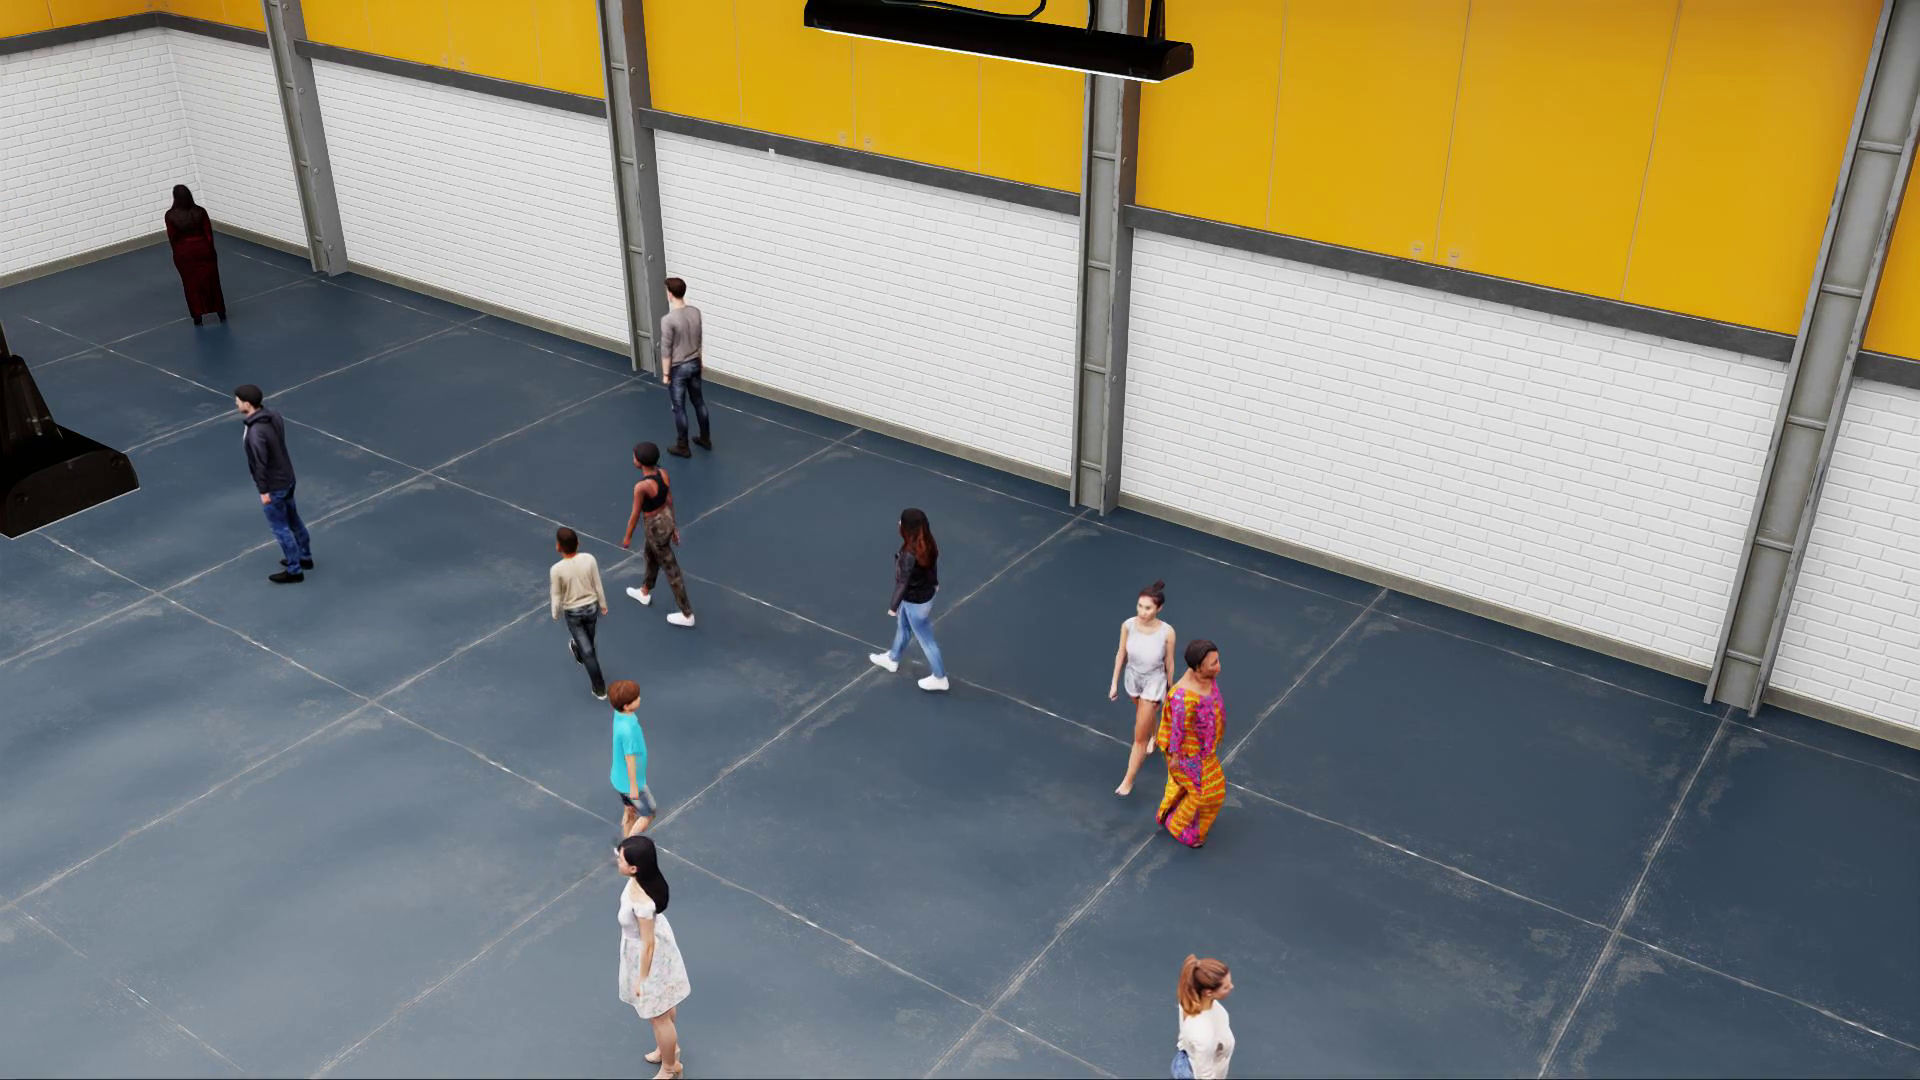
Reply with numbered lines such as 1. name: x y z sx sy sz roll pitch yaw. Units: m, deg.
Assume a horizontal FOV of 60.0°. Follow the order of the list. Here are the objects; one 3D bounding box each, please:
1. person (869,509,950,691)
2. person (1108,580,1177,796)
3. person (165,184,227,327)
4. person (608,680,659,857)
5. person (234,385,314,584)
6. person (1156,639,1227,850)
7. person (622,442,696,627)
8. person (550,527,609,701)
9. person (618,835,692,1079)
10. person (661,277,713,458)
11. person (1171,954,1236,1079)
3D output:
1. person: -0.258 0.498 13.206 1.053 1.608 0.839 10 30 17
2. person: 1.400 1.027 12.283 1.016 1.563 0.681 16 33 27
3. person: -9.367 -3.494 20.367 0.753 1.759 0.744 -16 32 -27
4. person: -2.322 1.603 11.356 0.704 1.438 0.632 -9 30 -16
5. person: -6.066 -0.514 14.769 0.781 1.886 0.765 0 29 0
6. person: 1.556 1.378 11.544 0.801 1.654 0.720 11 31 19
7. person: -2.471 -0.017 14.094 1.060 1.660 0.690 12 31 21
8. person: -2.976 0.613 13.177 0.769 1.433 1.066 -19 34 -30
9. person: -1.776 2.411 9.524 0.829 1.775 0.774 -3 29 -6
10. person: -2.818 -1.772 17.062 0.621 1.899 0.727 24 37 37
11. person: 1.243 2.865 8.750 0.706 1.719 0.685 -1 29 -1
